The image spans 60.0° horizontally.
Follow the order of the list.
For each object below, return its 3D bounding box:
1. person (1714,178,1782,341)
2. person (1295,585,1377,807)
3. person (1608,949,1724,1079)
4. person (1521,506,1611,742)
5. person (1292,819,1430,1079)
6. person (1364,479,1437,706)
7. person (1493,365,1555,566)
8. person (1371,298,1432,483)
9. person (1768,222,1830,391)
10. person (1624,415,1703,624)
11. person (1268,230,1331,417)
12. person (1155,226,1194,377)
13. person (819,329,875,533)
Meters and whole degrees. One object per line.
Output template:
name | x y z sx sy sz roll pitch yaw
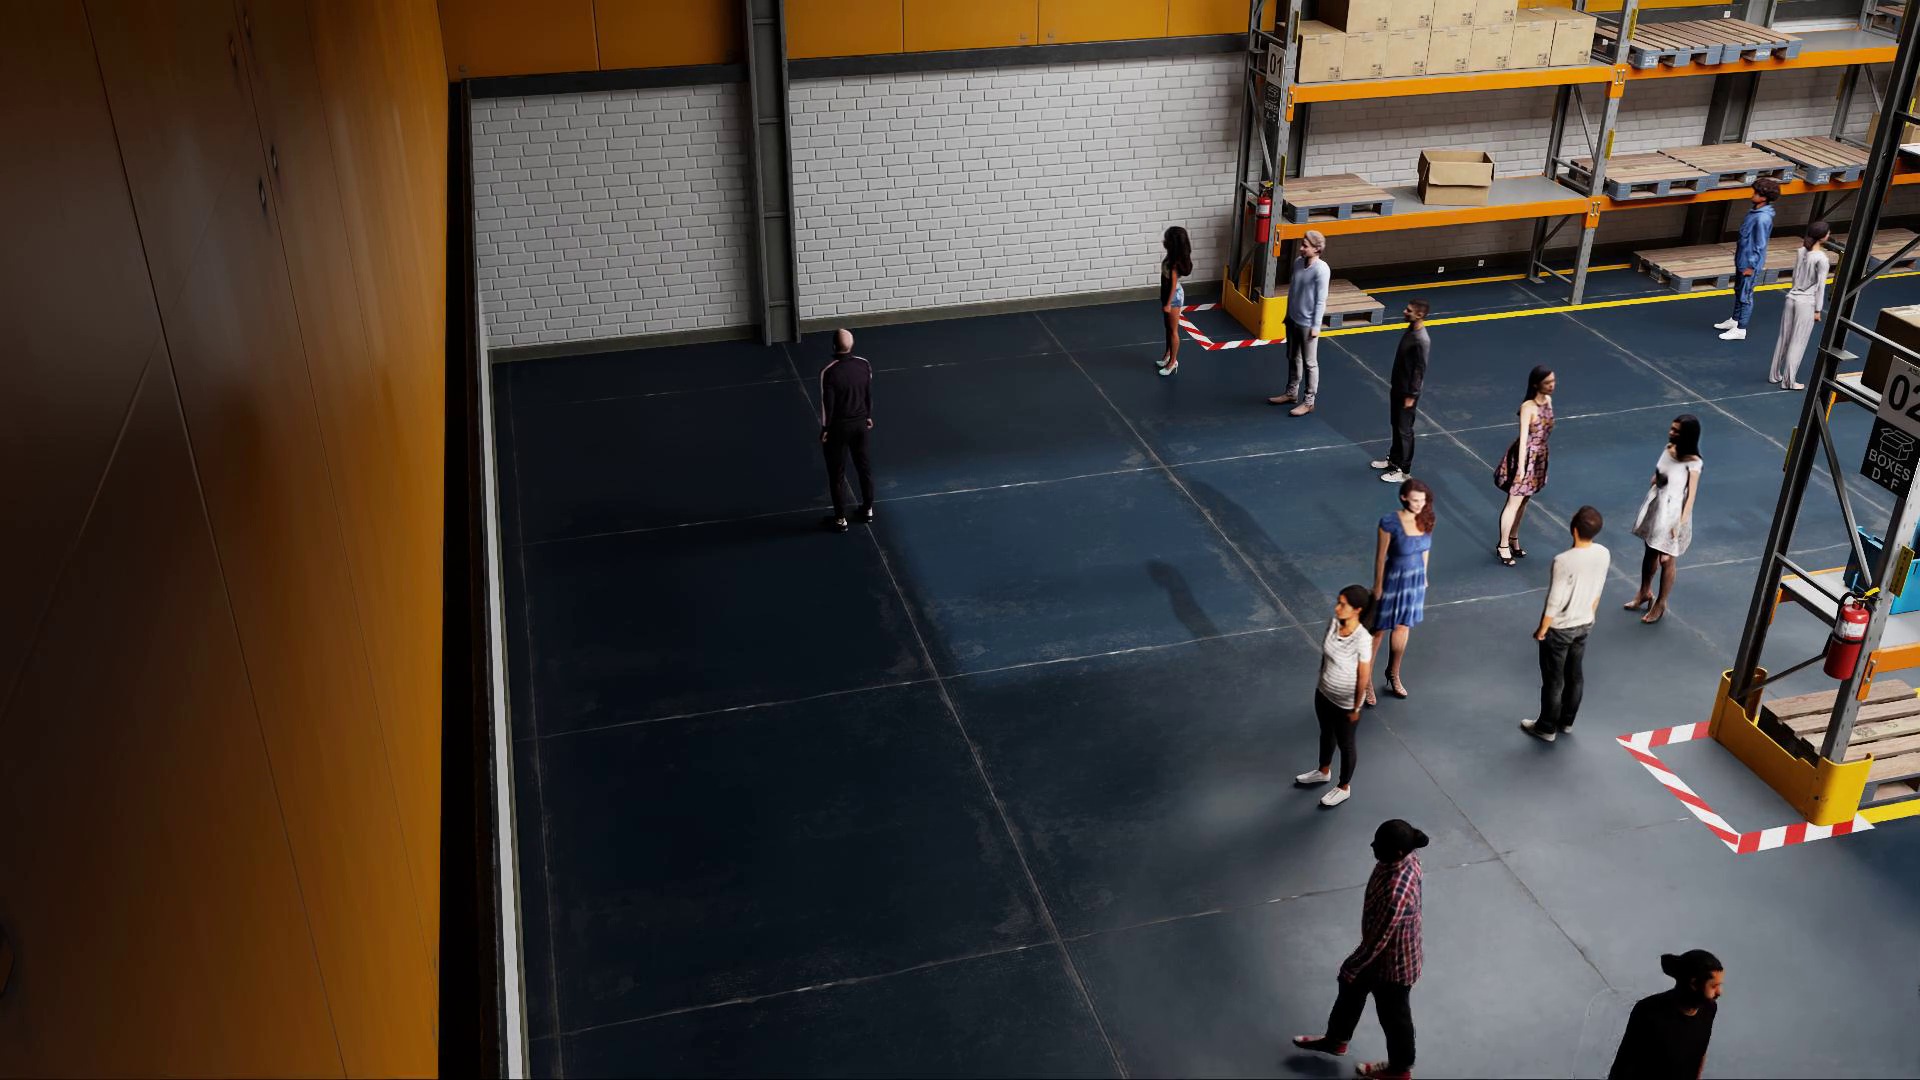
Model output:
person | 8.765 -3.126 18.454 0.740 1.810 0.759 7 29 12
person | 2.538 1.010 11.042 0.555 1.646 0.593 -12 31 -20
person | 3.237 2.664 7.928 0.550 1.726 0.842 -7 29 -12
person | 4.270 0.587 11.646 0.537 1.811 0.738 -12 31 -21
person | 2.338 2.201 8.761 1.009 1.740 0.881 4 29 7
person | 3.184 0.370 12.050 0.562 1.805 0.761 -12 31 -21
person | 4.745 -0.634 13.922 0.856 1.774 0.776 24 37 37
person | 4.121 -1.399 15.340 0.606 1.761 0.660 -1 29 -3
person | 8.715 -2.432 17.220 0.521 1.774 0.573 -7 29 -13
person | 5.551 -0.170 13.074 0.610 1.773 0.630 -7 29 -13
person | 3.451 -2.190 16.651 0.639 1.893 0.709 -13 31 -23
person | 2.233 -2.533 17.562 0.628 1.623 0.615 0 29 0
person | -0.982 -0.963 14.461 0.652 1.836 0.816 -19 34 -31
